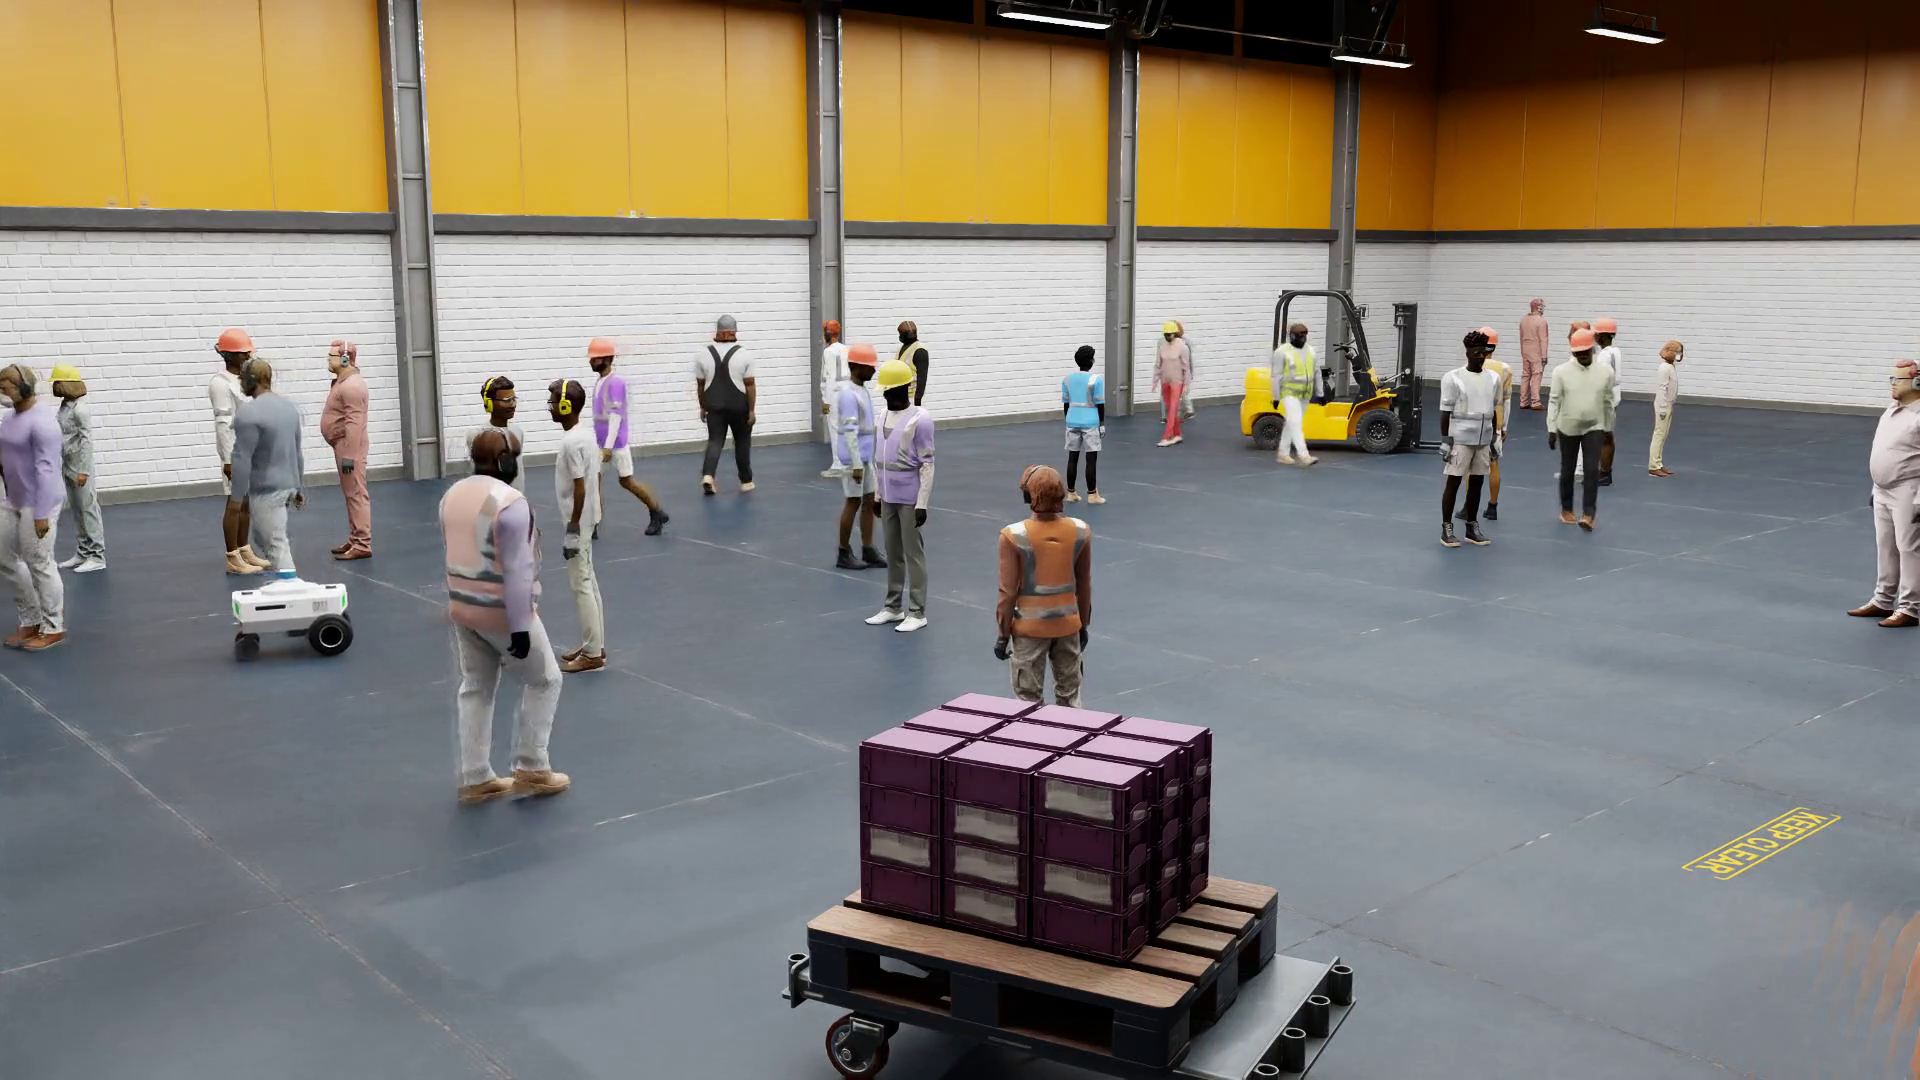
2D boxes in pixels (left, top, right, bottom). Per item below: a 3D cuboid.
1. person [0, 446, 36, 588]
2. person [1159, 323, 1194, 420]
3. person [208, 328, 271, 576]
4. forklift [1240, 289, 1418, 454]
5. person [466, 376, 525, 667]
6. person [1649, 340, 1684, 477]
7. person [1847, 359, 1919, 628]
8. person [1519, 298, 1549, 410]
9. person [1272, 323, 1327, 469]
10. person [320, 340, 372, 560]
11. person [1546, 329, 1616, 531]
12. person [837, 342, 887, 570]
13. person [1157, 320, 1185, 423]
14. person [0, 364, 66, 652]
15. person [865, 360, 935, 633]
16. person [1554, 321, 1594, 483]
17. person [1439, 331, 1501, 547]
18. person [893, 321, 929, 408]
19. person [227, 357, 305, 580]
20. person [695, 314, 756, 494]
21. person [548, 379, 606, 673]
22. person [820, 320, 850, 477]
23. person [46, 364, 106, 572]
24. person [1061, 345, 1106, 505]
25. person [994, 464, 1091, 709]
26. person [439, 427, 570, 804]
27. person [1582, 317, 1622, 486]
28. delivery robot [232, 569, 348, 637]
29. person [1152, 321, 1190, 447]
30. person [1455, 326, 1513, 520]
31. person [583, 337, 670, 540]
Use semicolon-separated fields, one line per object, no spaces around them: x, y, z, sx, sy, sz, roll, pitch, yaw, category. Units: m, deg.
-6.659;-0.224;11.467;0.537;1.840;0.820;2;10;13;person
3.525;-2.712;26.766;0.840;1.576;0.520;-7;12;-36;person
-5.947;-0.728;13.792;0.379;2.041;0.616;-1;10;-3;person
5.034;-2.339;22.783;2.313;2.155;1.214;3;10;16;forklift
-2.951;-0.126;10.777;0.329;1.872;0.508;4;10;22;person
8.485;-1.577;19.962;0.286;1.633;0.504;6;12;33;person
6.704;-0.333;11.879;0.404;1.911;0.636;0;10;-1;person
9.877;-3.181;28.542;0.410;1.913;0.642;-3;10;-19;person
4.257;-1.804;20.814;0.641;1.791;0.953;-5;11;-28;person
-5.355;-0.786;14.520;0.410;1.913;0.643;-4;11;-24;person
6.008;-1.068;16.083;0.646;1.929;1.024;2;10;14;person
-0.811;-0.693;13.973;0.460;1.925;0.572;2;10;13;person
3.347;-2.653;26.262;0.497;1.633;0.284;6;11;32;person
-6.242;-0.207;11.076;0.665;1.923;0.494;8;12;38;person
-0.426;-0.312;11.725;0.379;1.918;0.585;-8;13;-39;person
7.197;-1.609;19.419;0.350;1.882;0.583;2;10;12;person
4.640;-0.917;15.126;0.612;1.963;0.361;-3;10;-18;person
-0.635;-1.809;20.733;0.429;1.838;0.621;-5;11;-27;person
-4.952;-0.340;11.894;0.478;1.923;0.647;1;10;4;person
-2.580;-1.523;18.456;0.692;2.000;0.803;2;10;10;person
-2.439;-0.089;10.564;0.309;1.868;0.534;-1;10;-5;person
-1.492;-1.691;19.898;0.346;1.881;0.578;3;10;18;person
-7.427;-0.604;13.945;0.484;1.745;0.298;9;13;43;person
1.321;-1.215;17.660;0.533;1.697;0.318;7;12;37;person
0.406;0.453;8.060;0.523;1.638;0.311;-5;11;-26;person
-2.183;0.362;8.074;0.647;1.816;0.632;8;13;39;person
7.392;-1.589;19.134;0.368;1.941;0.543;7;12;34;person
-4.454;0.436;11.055;0.707;0.478;0.477;-4;11;-22;delivery robot
2.930;-2.178;23.182;0.546;1.732;0.746;9;13;42;person
5.206;-1.154;16.600;0.545;1.938;0.362;-1;10;-7;person
-3.195;-0.942;15.497;0.953;1.906;0.559;-7;12;-36;person
